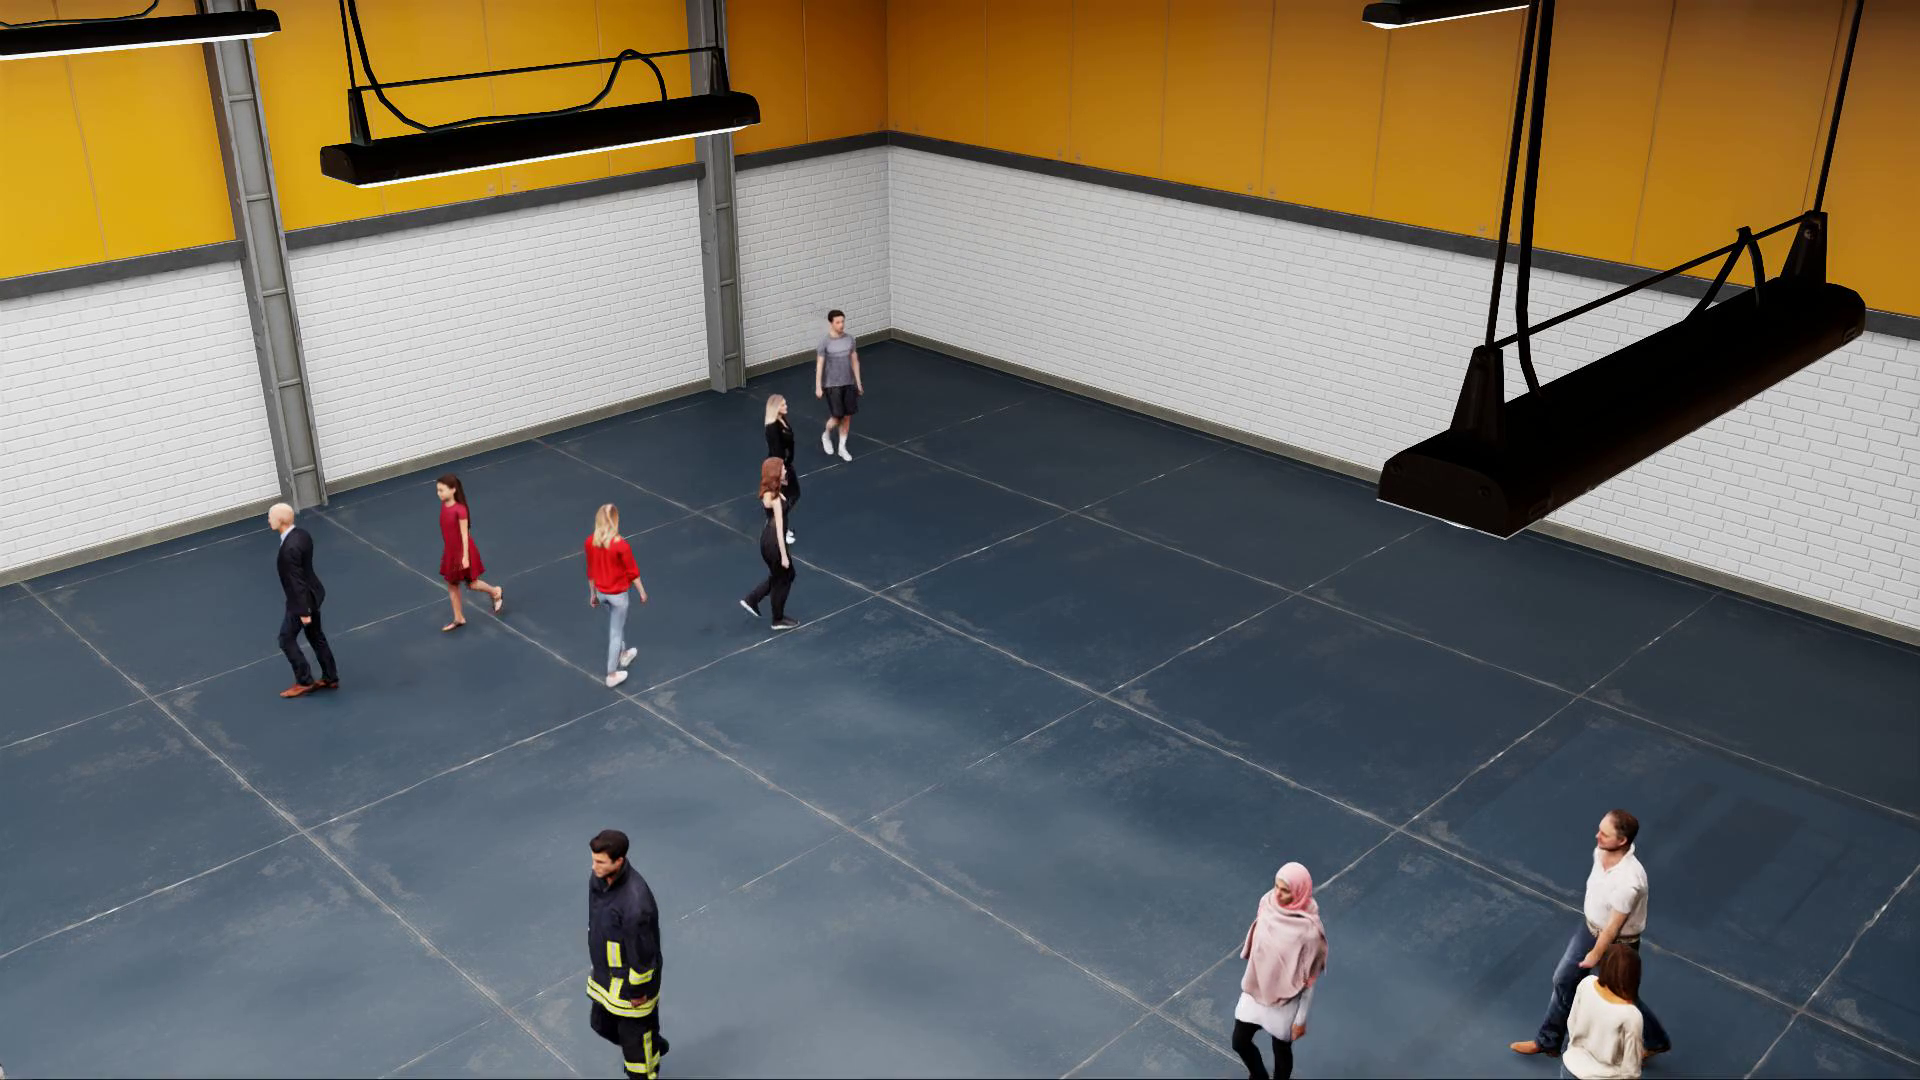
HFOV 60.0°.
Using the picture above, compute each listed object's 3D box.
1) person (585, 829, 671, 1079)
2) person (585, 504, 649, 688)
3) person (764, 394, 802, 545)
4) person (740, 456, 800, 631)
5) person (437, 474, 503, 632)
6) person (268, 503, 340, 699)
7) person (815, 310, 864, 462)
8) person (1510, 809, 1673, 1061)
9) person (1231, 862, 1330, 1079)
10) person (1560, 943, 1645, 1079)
[{"bbox_3d":[-1.911,2.484,9.877,0.737,1.911,0.814,-19,30,-36],"label":"person"},{"bbox_3d":[-3.093,0.518,14.654,0.792,1.688,0.927,11,26,23],"label":"person"},{"bbox_3d":[-1.991,-0.732,17.536,0.782,1.670,0.710,1,24,3],"label":"person"},{"bbox_3d":[-1.835,0.051,15.667,0.906,1.732,0.821,-4,24,-8],"label":"person"},{"bbox_3d":[-4.709,0.088,15.825,0.657,1.539,0.930,16,28,32],"label":"person"},{"bbox_3d":[-5.649,0.521,14.529,0.914,1.782,0.868,-4,24,-9],"label":"person"},{"bbox_3d":[-1.502,-1.881,19.933,0.780,1.856,0.816,-16,28,-32],"label":"person"},{"bbox_3d":[4.030,2.458,10.060,1.255,1.813,1.150,-1,24,-3],"label":"person"},{"bbox_3d":[1.916,2.622,9.705,0.658,1.797,0.674,-18,29,-35],"label":"person"},{"bbox_3d":[3.497,2.931,9.144,0.648,1.680,0.683,-12,26,-25],"label":"person"}]
